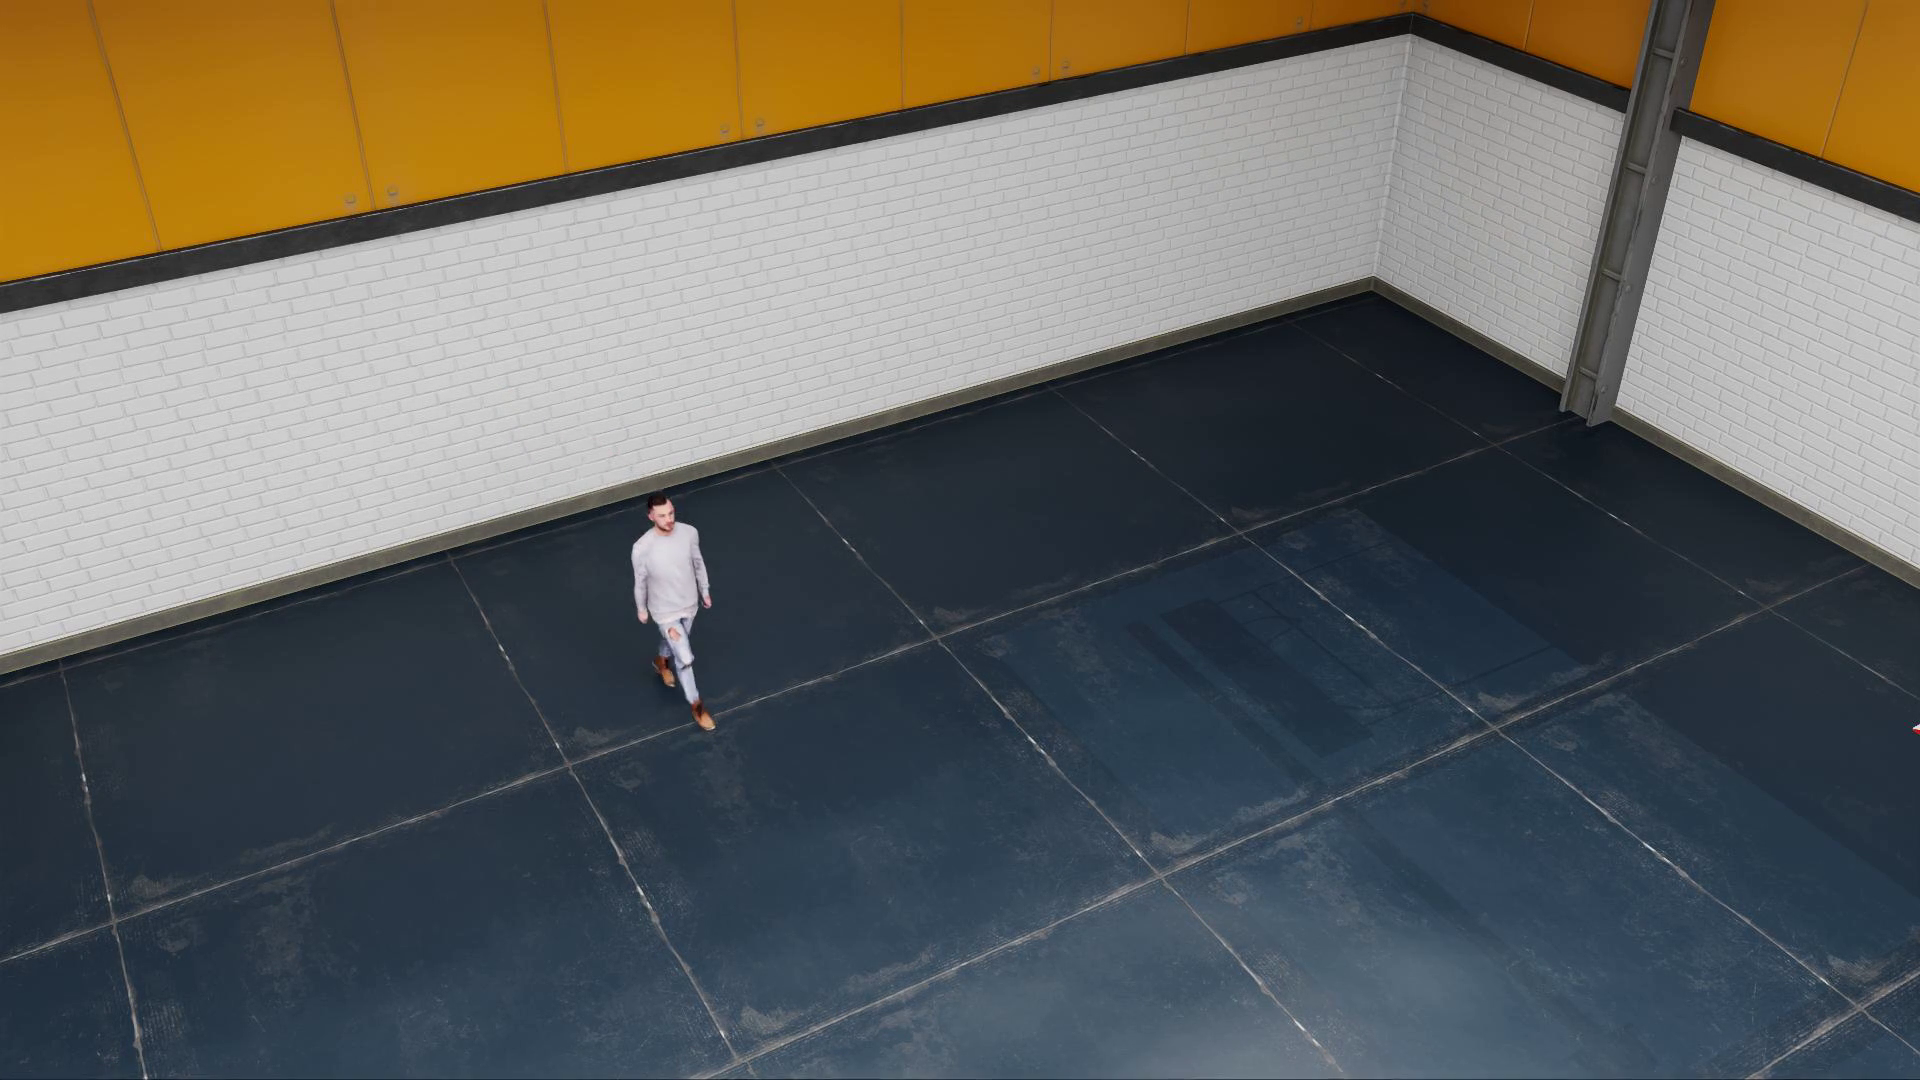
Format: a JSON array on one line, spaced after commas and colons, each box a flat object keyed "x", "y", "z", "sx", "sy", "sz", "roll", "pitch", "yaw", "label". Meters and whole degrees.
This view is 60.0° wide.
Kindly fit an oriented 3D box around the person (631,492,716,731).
[{"x": -2.097, "y": 0.422, "z": 11.962, "sx": 0.815, "sy": 1.804, "sz": 1.181, "roll": -24, "pitch": 41, "yaw": -32, "label": "person"}]
